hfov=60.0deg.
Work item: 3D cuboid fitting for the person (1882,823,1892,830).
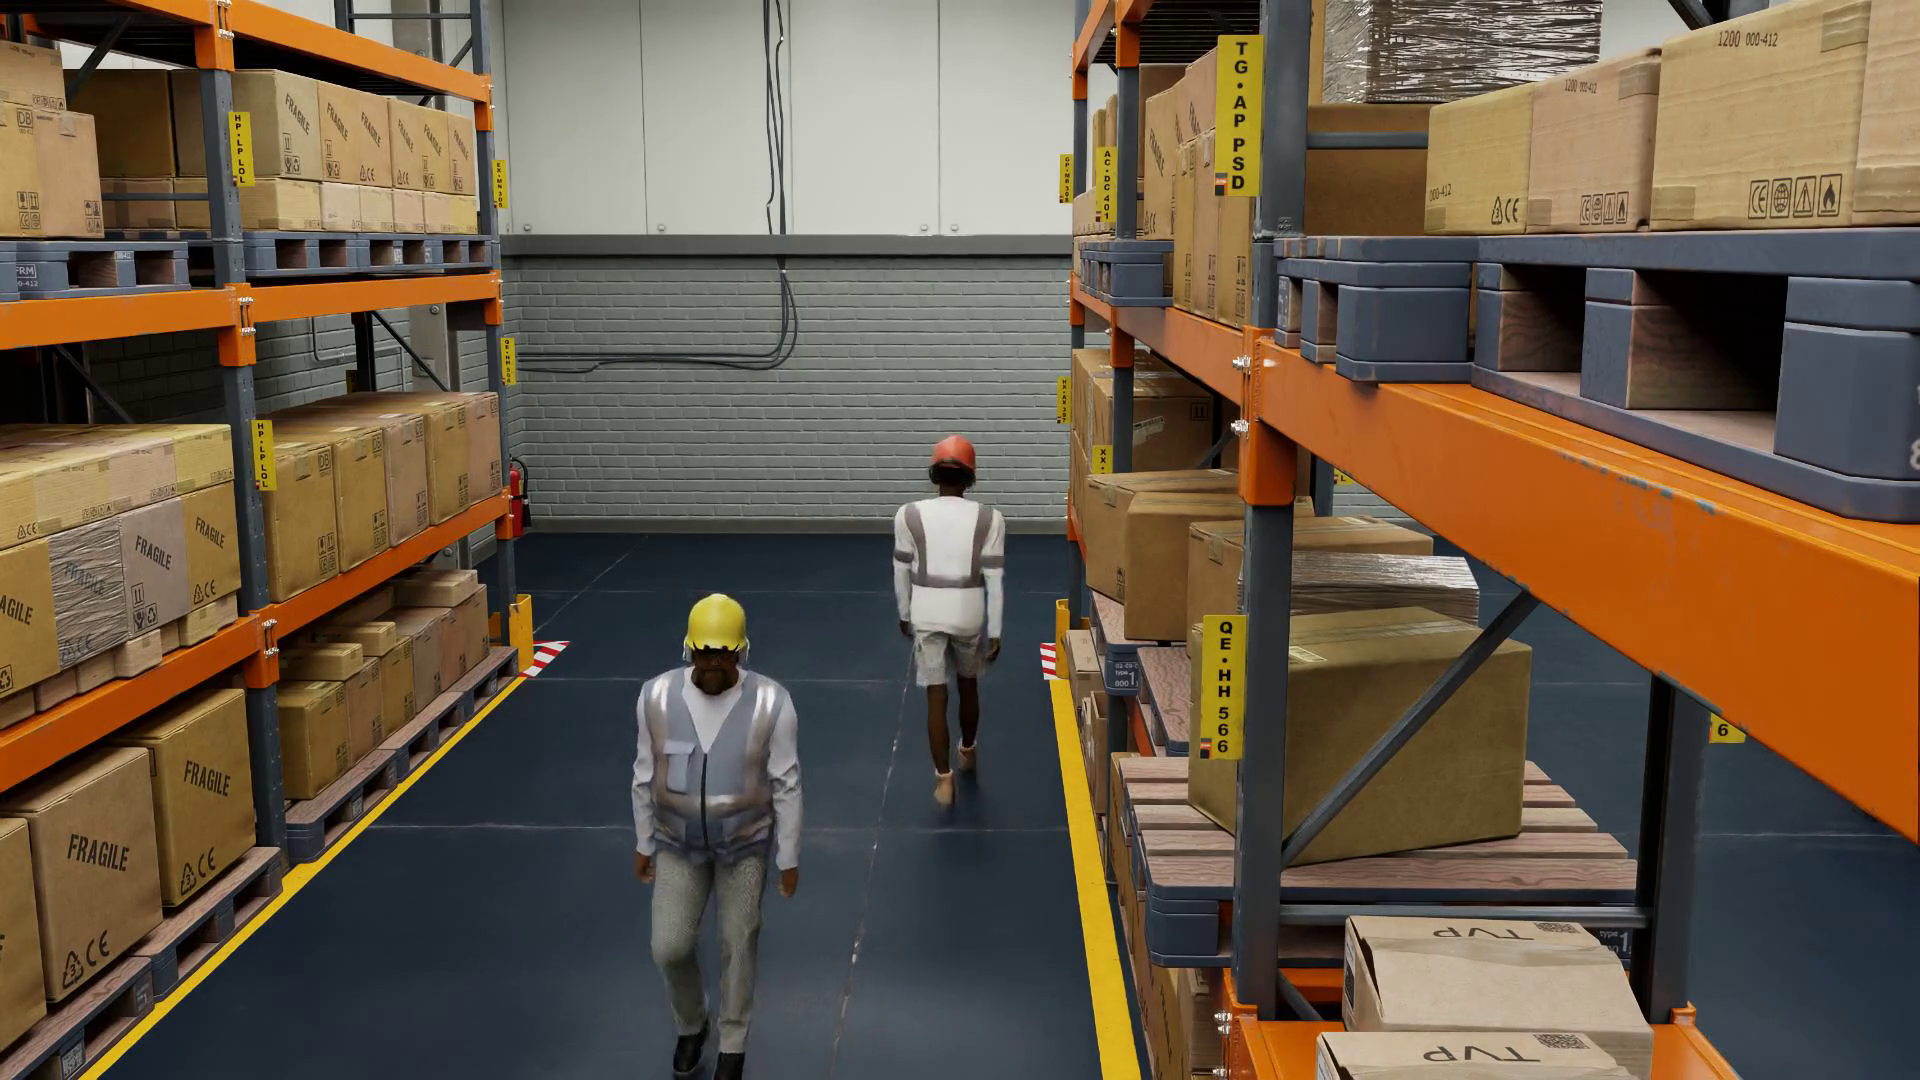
[{"bbox_3d":[4.841,0.634,8.188,0.546,1.922,0.570,1,10,6],"label":"person"}]

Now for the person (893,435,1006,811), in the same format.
[{"bbox_3d":[-0.061,0.416,9.208,0.612,1.994,0.984,0,10,-1],"label":"person"}]

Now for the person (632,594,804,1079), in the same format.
[{"bbox_3d":[-0.865,1.077,5.956,0.626,1.819,0.415,0,10,1],"label":"person"}]
